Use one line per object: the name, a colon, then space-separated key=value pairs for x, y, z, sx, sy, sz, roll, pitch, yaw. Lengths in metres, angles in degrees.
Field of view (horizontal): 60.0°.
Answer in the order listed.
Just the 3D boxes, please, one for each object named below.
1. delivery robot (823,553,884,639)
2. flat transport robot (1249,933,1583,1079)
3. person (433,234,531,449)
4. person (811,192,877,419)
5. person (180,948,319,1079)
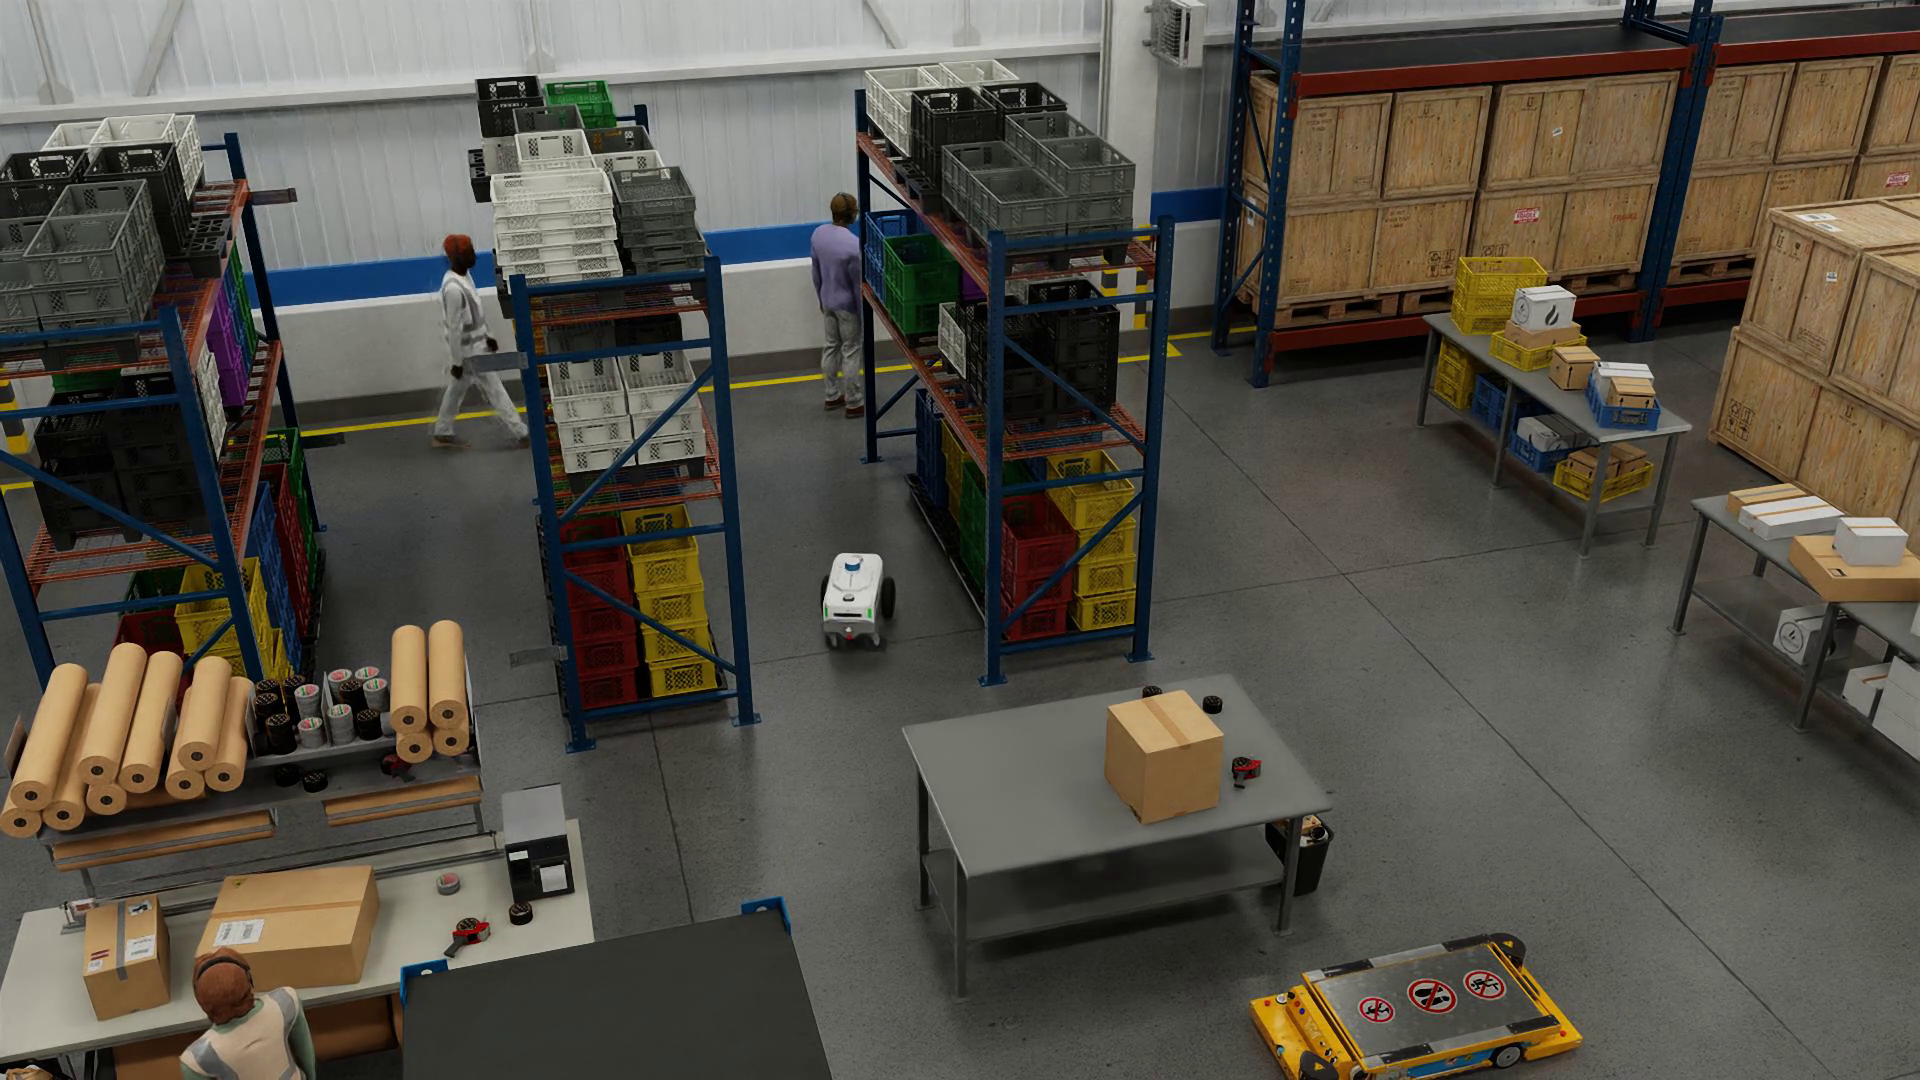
delivery robot: x=-0.710 y=0.347 z=11.115 sx=0.477 sy=0.478 sz=0.707 roll=2 pitch=29 yaw=3
flat transport robot: x=2.184 y=2.282 z=7.980 sx=1.431 sy=0.197 sz=0.652 roll=-8 pitch=30 yaw=-14
person: x=-3.911 y=-1.575 z=13.396 sx=0.996 sy=1.831 sz=0.584 roll=-6 pitch=29 yaw=-11
person: x=-0.982 y=-1.976 z=14.009 sx=0.356 sy=1.938 sz=0.633 roll=-25 pitch=37 yaw=-38
person: x=-2.738 y=2.285 z=6.566 sx=0.313 sy=1.637 sz=0.513 roll=19 pitch=34 yaw=31
